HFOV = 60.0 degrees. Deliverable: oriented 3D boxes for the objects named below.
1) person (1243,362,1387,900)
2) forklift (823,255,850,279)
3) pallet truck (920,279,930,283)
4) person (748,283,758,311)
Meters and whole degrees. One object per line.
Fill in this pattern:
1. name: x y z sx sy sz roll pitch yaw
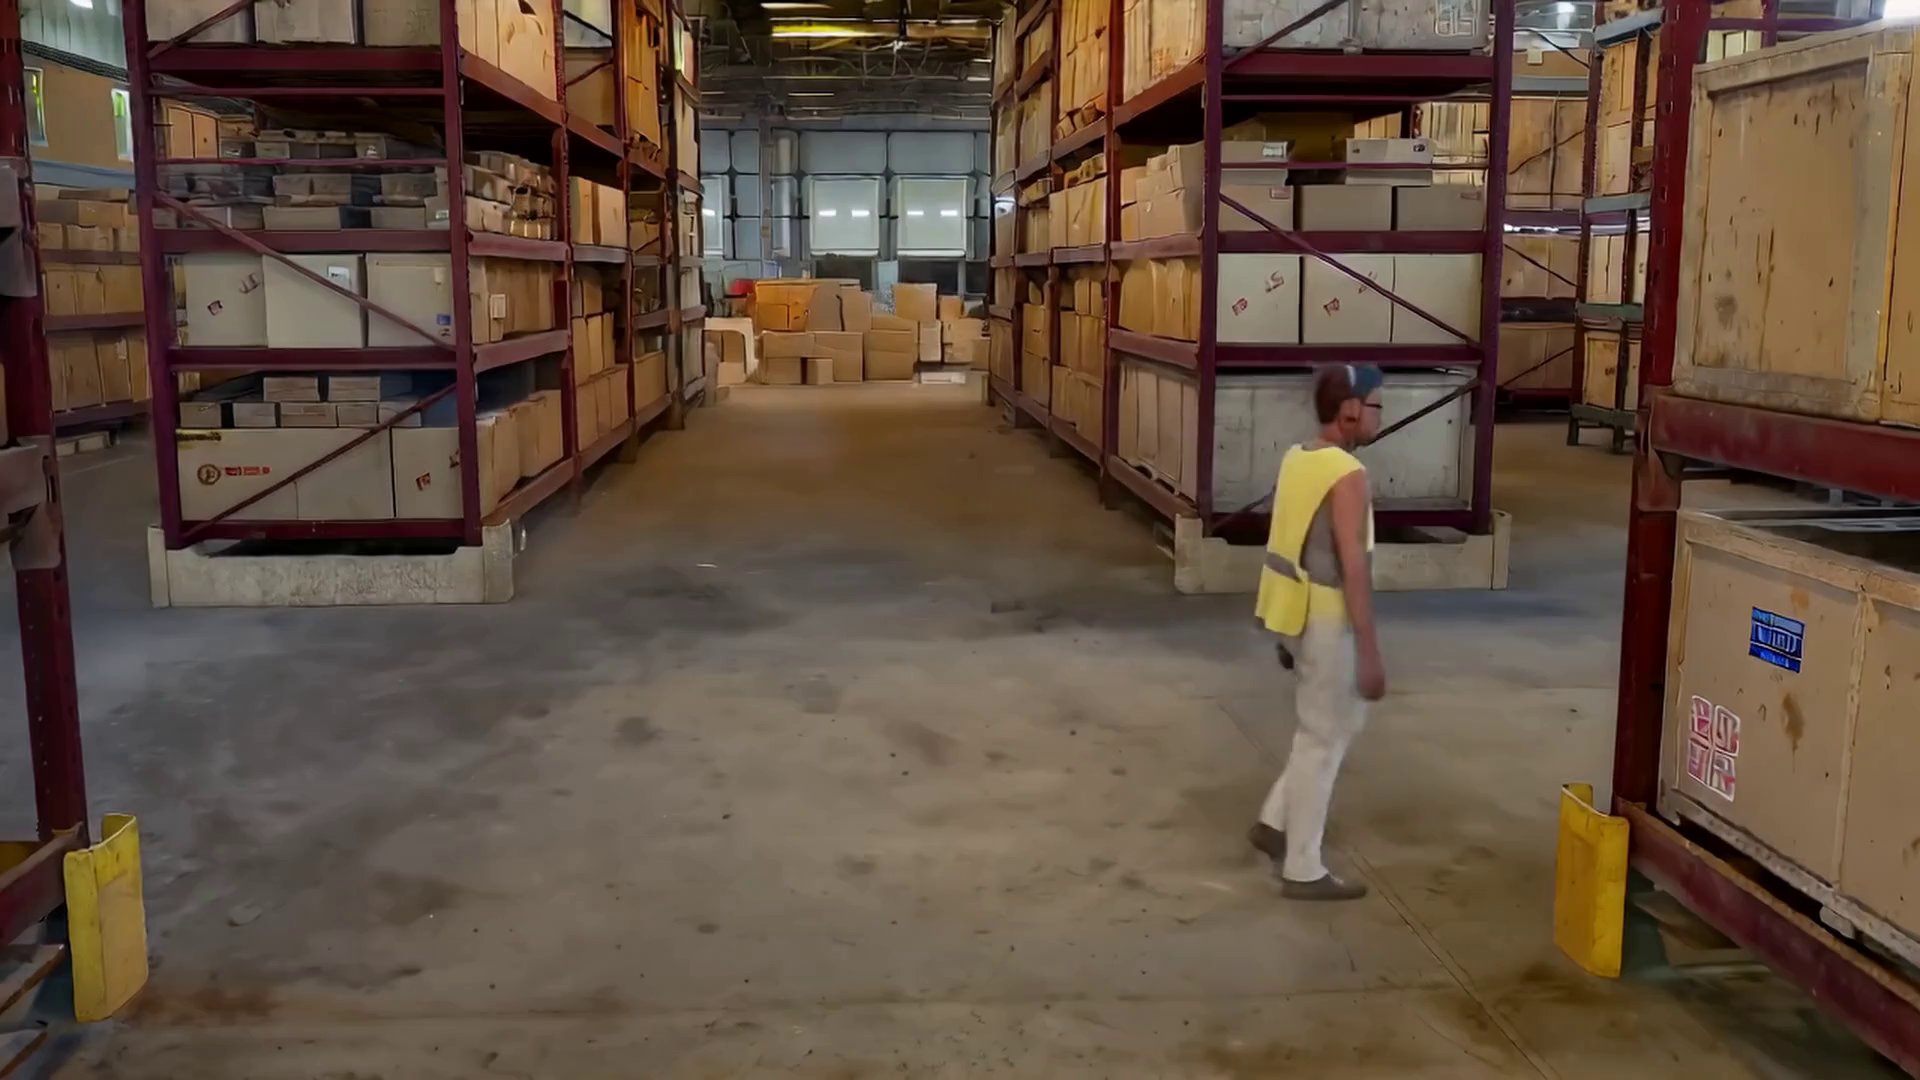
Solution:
1. person: 1.230 0.324 5.595 0.446 1.831 0.586 0 9 -2
2. forklift: -4.347 -8.652 58.655 1.129 2.768 1.873 -6 11 -31
3. pallet truck: -0.932 -8.922 63.114 1.885 1.965 0.823 2 9 13
4. person: -5.631 -5.981 44.925 0.787 1.915 0.634 1 9 8
